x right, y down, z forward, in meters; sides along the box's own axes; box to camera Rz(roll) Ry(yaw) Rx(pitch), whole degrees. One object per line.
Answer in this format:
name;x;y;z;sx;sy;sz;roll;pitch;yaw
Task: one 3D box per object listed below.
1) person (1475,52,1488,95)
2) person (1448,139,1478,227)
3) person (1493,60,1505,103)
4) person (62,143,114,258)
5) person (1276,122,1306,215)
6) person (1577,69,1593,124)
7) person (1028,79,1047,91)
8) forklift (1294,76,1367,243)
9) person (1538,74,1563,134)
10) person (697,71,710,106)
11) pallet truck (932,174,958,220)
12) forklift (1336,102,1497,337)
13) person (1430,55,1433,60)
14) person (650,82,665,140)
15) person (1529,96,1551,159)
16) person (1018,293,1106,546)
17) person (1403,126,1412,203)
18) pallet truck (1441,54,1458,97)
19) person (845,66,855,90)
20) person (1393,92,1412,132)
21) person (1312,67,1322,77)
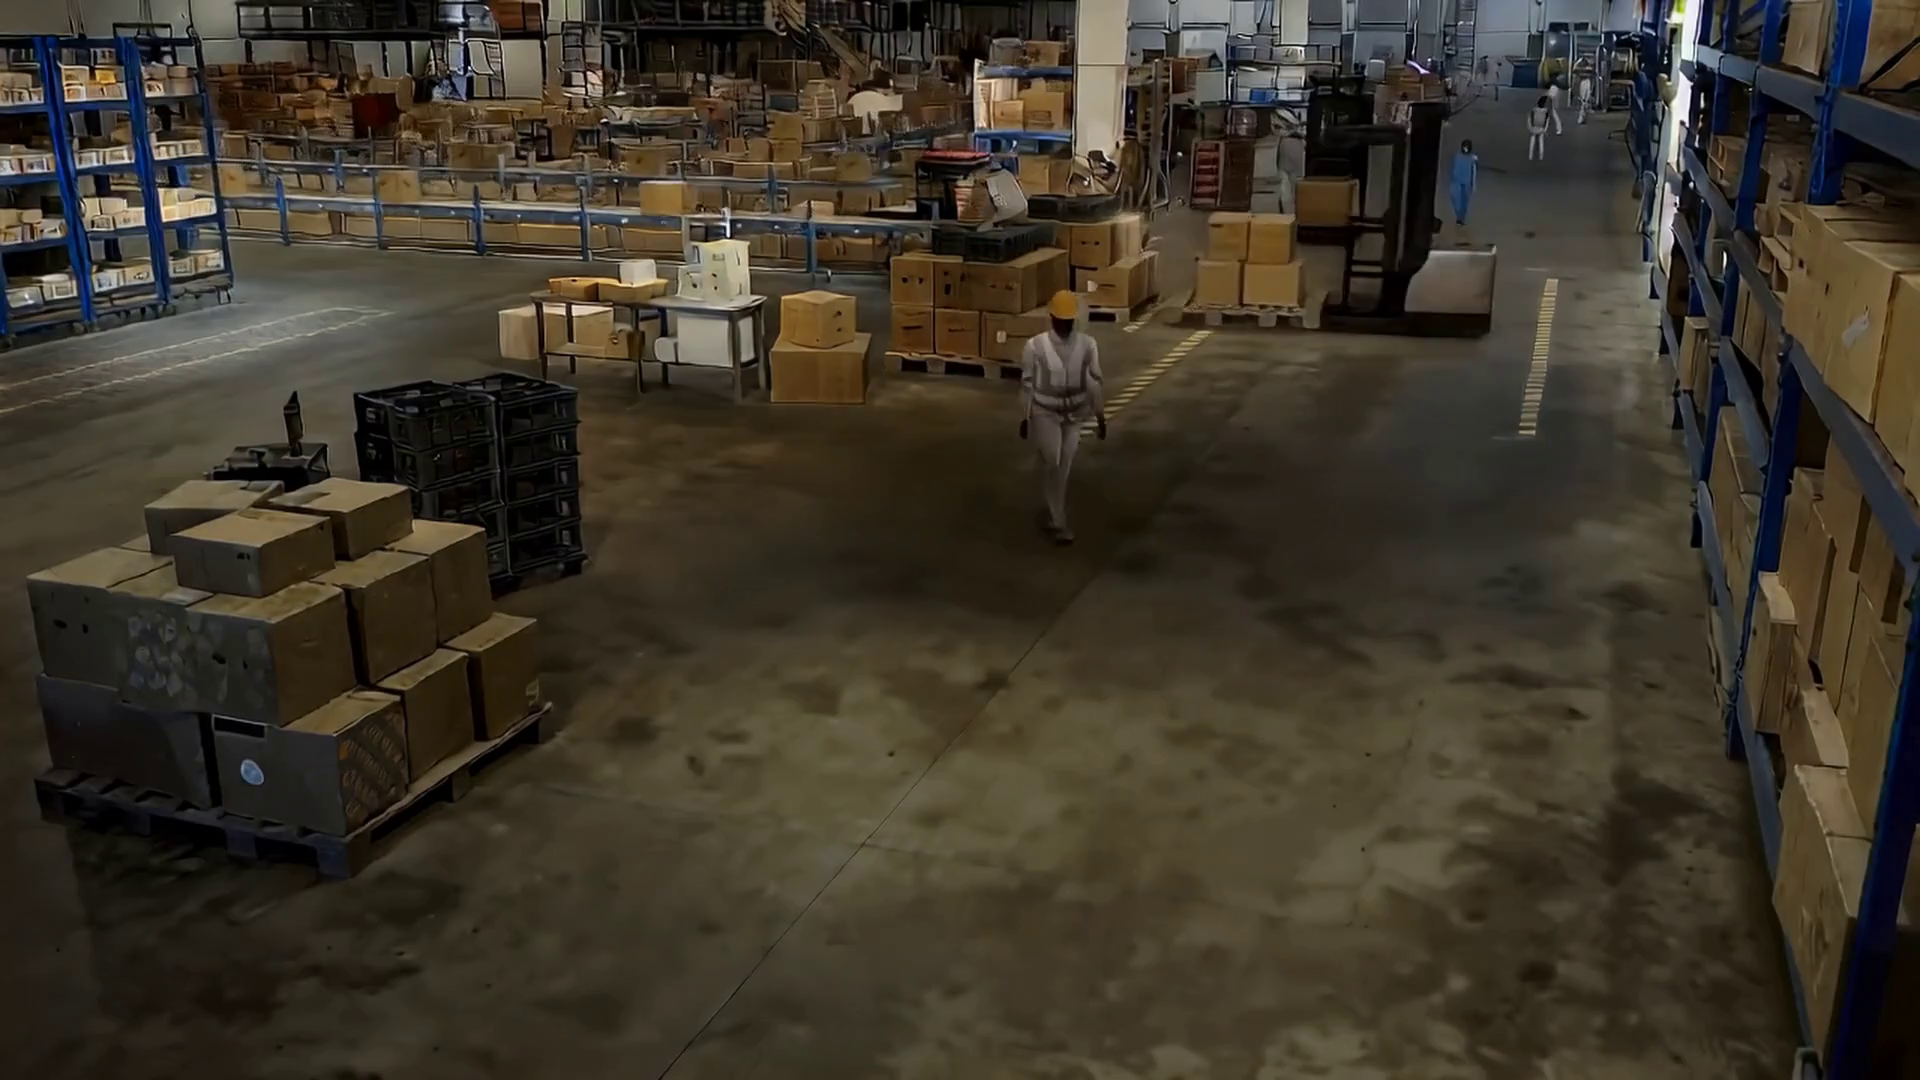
person;25.261;-22.515;80.336;0.390;1.995;0.613;-4;18;-12
person;9.452;-6.719;31.296;0.529;1.618;0.343;10;20;30
person;23.959;-20.389;73.904;0.429;1.843;0.633;2;18;6
person;-14.336;-5.529;27.174;0.973;1.862;0.648;15;23;38
person;6.555;-7.360;33.008;0.594;1.821;0.542;8;19;22
person;22.493;-15.932;59.772;0.399;1.928;0.542;2;18;8
person;2.899;-16.758;62.175;0.688;2.000;0.962;-2;18;-7
forklift;6.598;-6.755;29.381;1.129;2.768;1.873;6;19;19
person;19.601;-14.438;55.103;1.002;1.905;0.629;13;22;36
person;-9.542;-16.624;62.200;0.554;1.750;0.489;-11;21;-30
pallet truck;-0.507;-5.292;27.348;0.653;1.274;1.630;6;19;19
forklift;5.780;-4.046;20.867;1.873;2.768;1.129;4;18;12
person;24.188;-24.100;85.720;0.410;1.753;0.531;6;19;19
person;-9.173;-12.932;50.443;0.380;1.860;0.546;1;18;3
person;15.980;-11.366;45.820;0.542;1.685;0.321;10;20;28
person;0.805;-0.931;12.679;0.640;1.886;1.050;-5;18;-15
person;9.659;-8.052;35.061;0.644;1.898;0.397;5;18;15
pallet truck;22.765;-21.886;78.355;0.823;1.965;1.885;-4;18;-14
person;-4.442;-17.607;65.114;0.730;1.866;0.610;9;20;27
person;12.973;-12.303;48.791;0.537;1.664;0.844;4;18;13
person;15.284;-19.569;71.295;0.508;1.865;0.329;-7;19;-22
